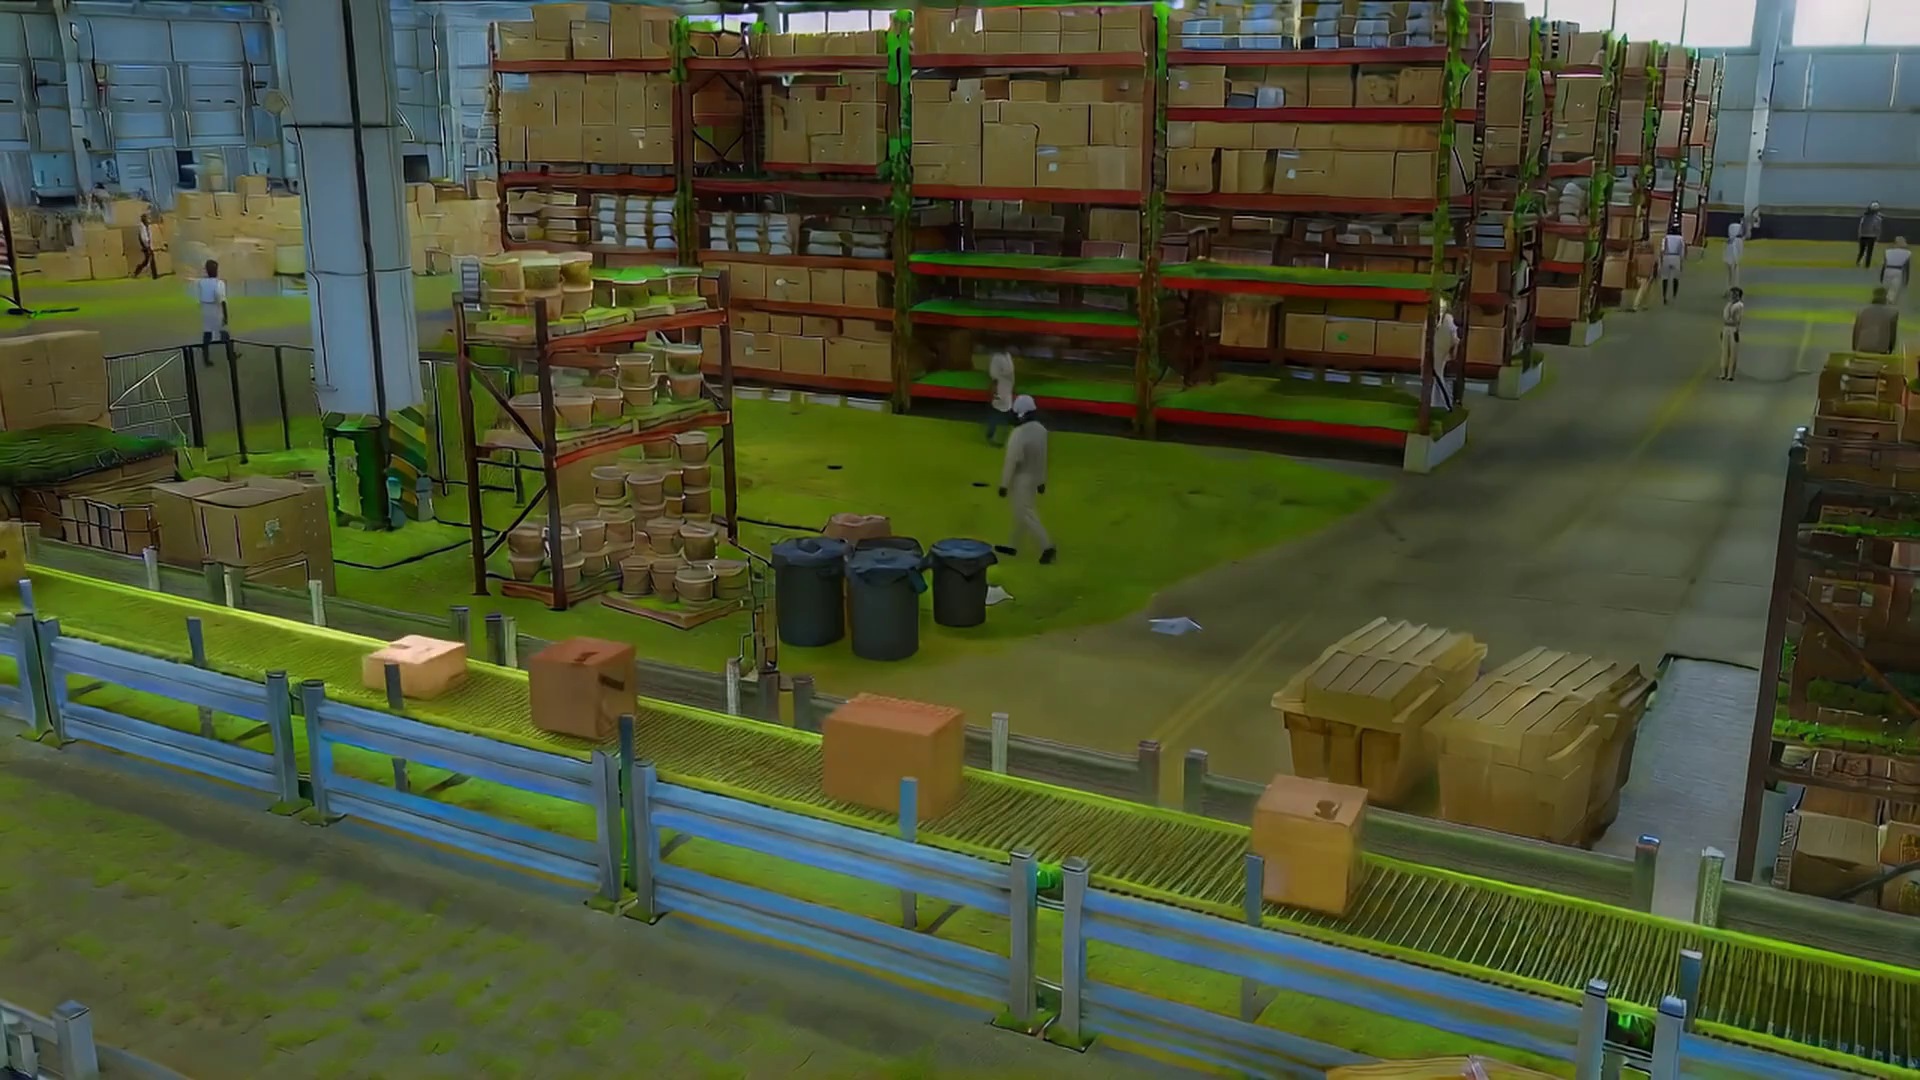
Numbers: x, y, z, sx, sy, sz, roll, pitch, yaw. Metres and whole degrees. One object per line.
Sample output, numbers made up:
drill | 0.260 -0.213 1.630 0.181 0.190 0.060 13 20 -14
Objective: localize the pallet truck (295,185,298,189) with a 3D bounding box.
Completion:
pallet truck | -26.804 -14.617 69.738 1.885 1.965 0.823 -14 20 -42

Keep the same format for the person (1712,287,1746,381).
person | 13.448 -3.596 28.993 0.309 1.641 0.513 -2 15 -9

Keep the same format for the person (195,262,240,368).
person | -13.702 -4.155 30.571 0.624 1.911 1.001 1 15 4

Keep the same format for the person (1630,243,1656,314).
person | 15.680 -5.981 38.047 0.854 1.578 0.510 -8 17 -27

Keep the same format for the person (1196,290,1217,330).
person | 5.074 -5.324 35.043 0.860 1.872 0.645 10 18 33

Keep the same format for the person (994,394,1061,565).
person | 0.734 -0.641 17.586 0.863 1.806 0.585 10 18 33

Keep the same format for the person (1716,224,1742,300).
person | 18.776 -6.768 40.543 0.430 1.840 0.622 2 15 9

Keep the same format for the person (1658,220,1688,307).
person | 16.828 -6.532 39.314 0.626 2.019 0.722 8 17 29

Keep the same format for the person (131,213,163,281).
person | -21.879 -7.837 44.585 0.656 1.826 0.528 -14 21 -43

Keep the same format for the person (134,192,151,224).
person | -26.185 -10.155 53.158 0.627 1.916 0.758 -5 16 -19

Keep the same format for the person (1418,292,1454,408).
person | 7.288 -2.845 25.600 0.372 1.940 0.631 -7 17 -26

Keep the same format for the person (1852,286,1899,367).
person | 14.655 -3.117 26.680 0.643 1.911 0.411 9 17 30

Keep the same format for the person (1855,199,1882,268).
person | 26.262 -8.840 48.062 0.494 1.974 0.639 -11 18 -35

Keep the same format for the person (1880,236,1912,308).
person | 20.947 -5.894 37.264 0.564 1.827 0.691 9 17 30

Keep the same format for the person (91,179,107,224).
person | -31.739 -12.342 61.322 0.542 1.929 0.374 -2 15 -6

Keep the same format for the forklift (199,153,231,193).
forklift | -27.440 -12.865 61.464 1.873 2.768 1.129 8 17 28

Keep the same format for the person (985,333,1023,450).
person | 0.688 -2.036 23.101 0.848 1.656 0.538 6 16 21

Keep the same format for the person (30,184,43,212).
person | -33.012 -11.798 59.445 0.581 1.852 0.938 13 20 41

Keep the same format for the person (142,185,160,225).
person | -30.531 -12.533 62.634 0.415 1.625 0.515 -10 18 -33
